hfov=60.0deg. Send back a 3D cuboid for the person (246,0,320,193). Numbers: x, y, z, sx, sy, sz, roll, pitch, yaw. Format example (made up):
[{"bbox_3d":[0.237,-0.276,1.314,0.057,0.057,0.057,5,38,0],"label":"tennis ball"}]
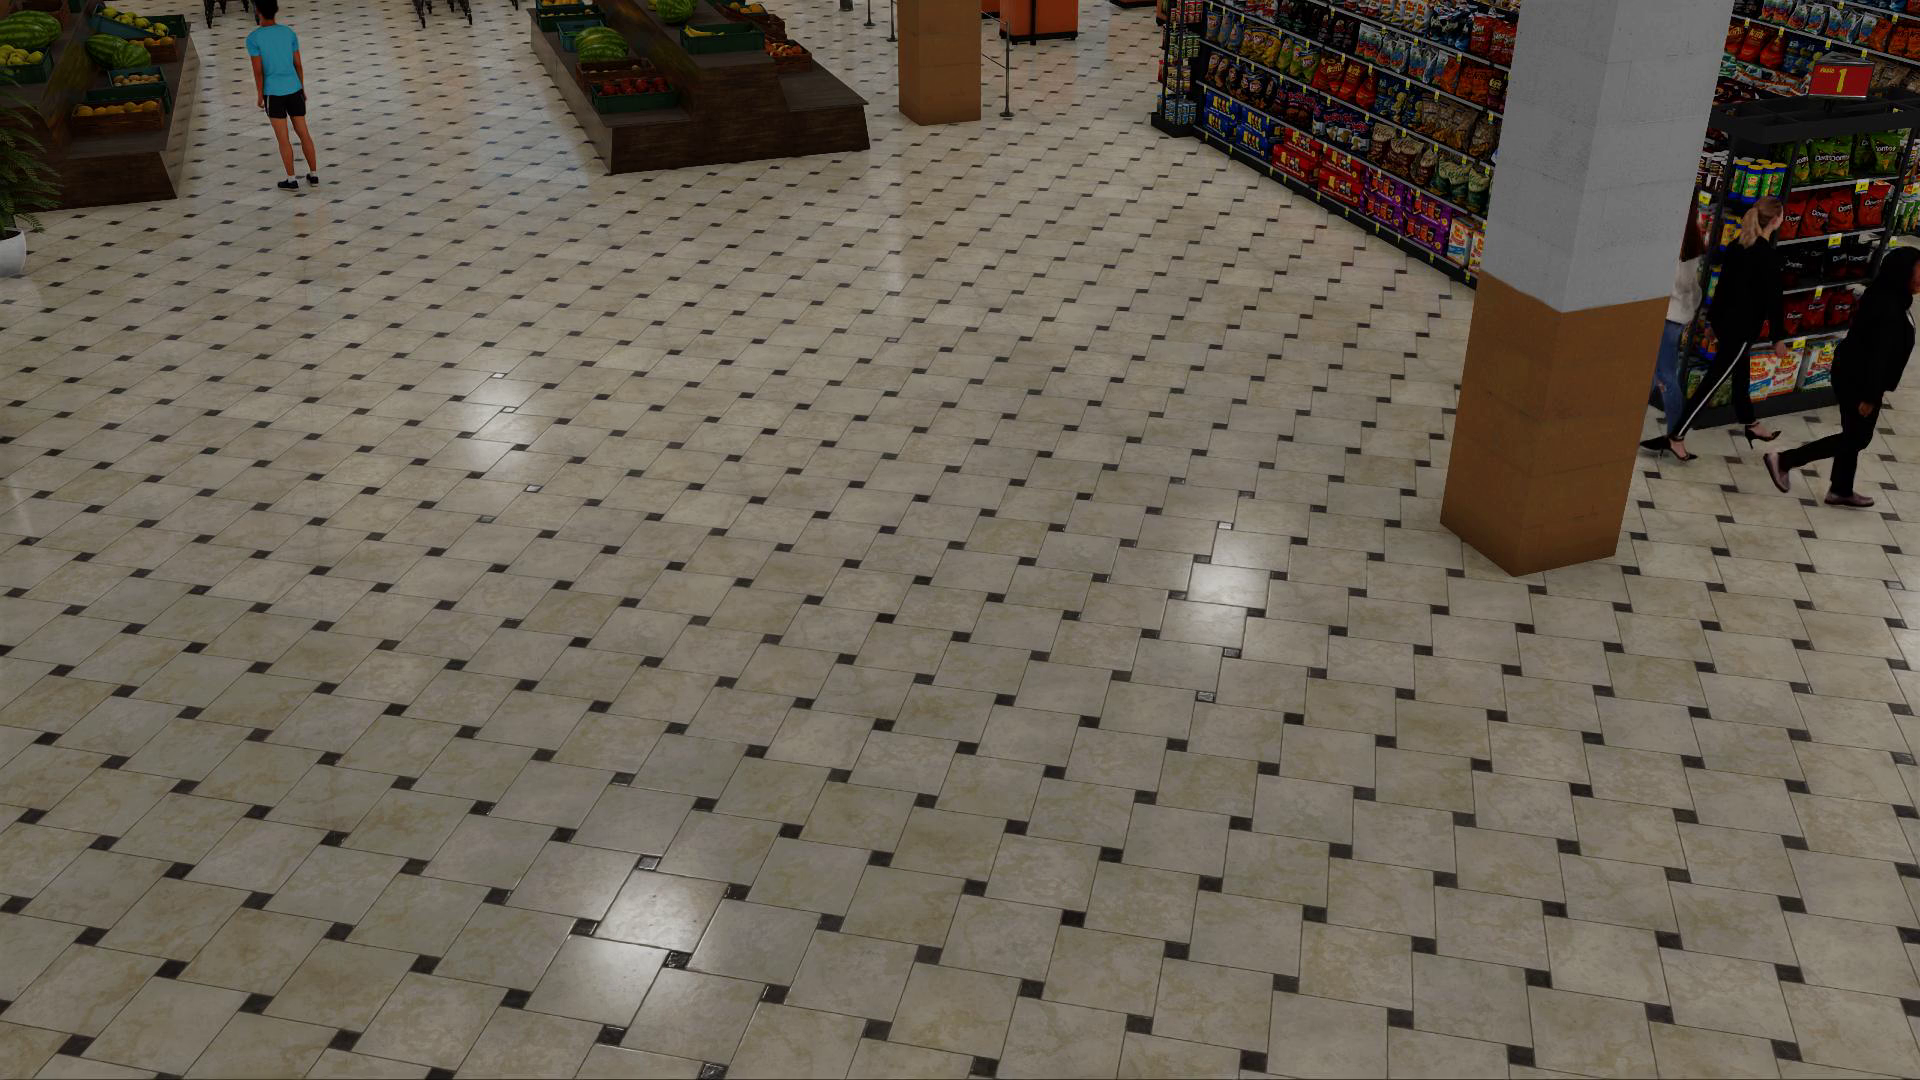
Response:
[{"bbox_3d":[-6.208,-4.107,15.263,0.684,1.777,0.663,-25,37,-38],"label":"person"}]

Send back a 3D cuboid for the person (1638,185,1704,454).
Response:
[{"bbox_3d":[4.425,-1.355,10.335,0.778,1.667,0.917,-24,37,-37],"label":"person"}]

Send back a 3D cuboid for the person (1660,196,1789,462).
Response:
[{"bbox_3d":[4.611,-1.221,10.092,0.857,1.665,1.036,-2,29,-4],"label":"person"}]

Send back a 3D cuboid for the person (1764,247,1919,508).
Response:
[{"bbox_3d":[5.118,-0.918,9.609,0.993,1.597,0.961,9,30,17],"label":"person"}]
